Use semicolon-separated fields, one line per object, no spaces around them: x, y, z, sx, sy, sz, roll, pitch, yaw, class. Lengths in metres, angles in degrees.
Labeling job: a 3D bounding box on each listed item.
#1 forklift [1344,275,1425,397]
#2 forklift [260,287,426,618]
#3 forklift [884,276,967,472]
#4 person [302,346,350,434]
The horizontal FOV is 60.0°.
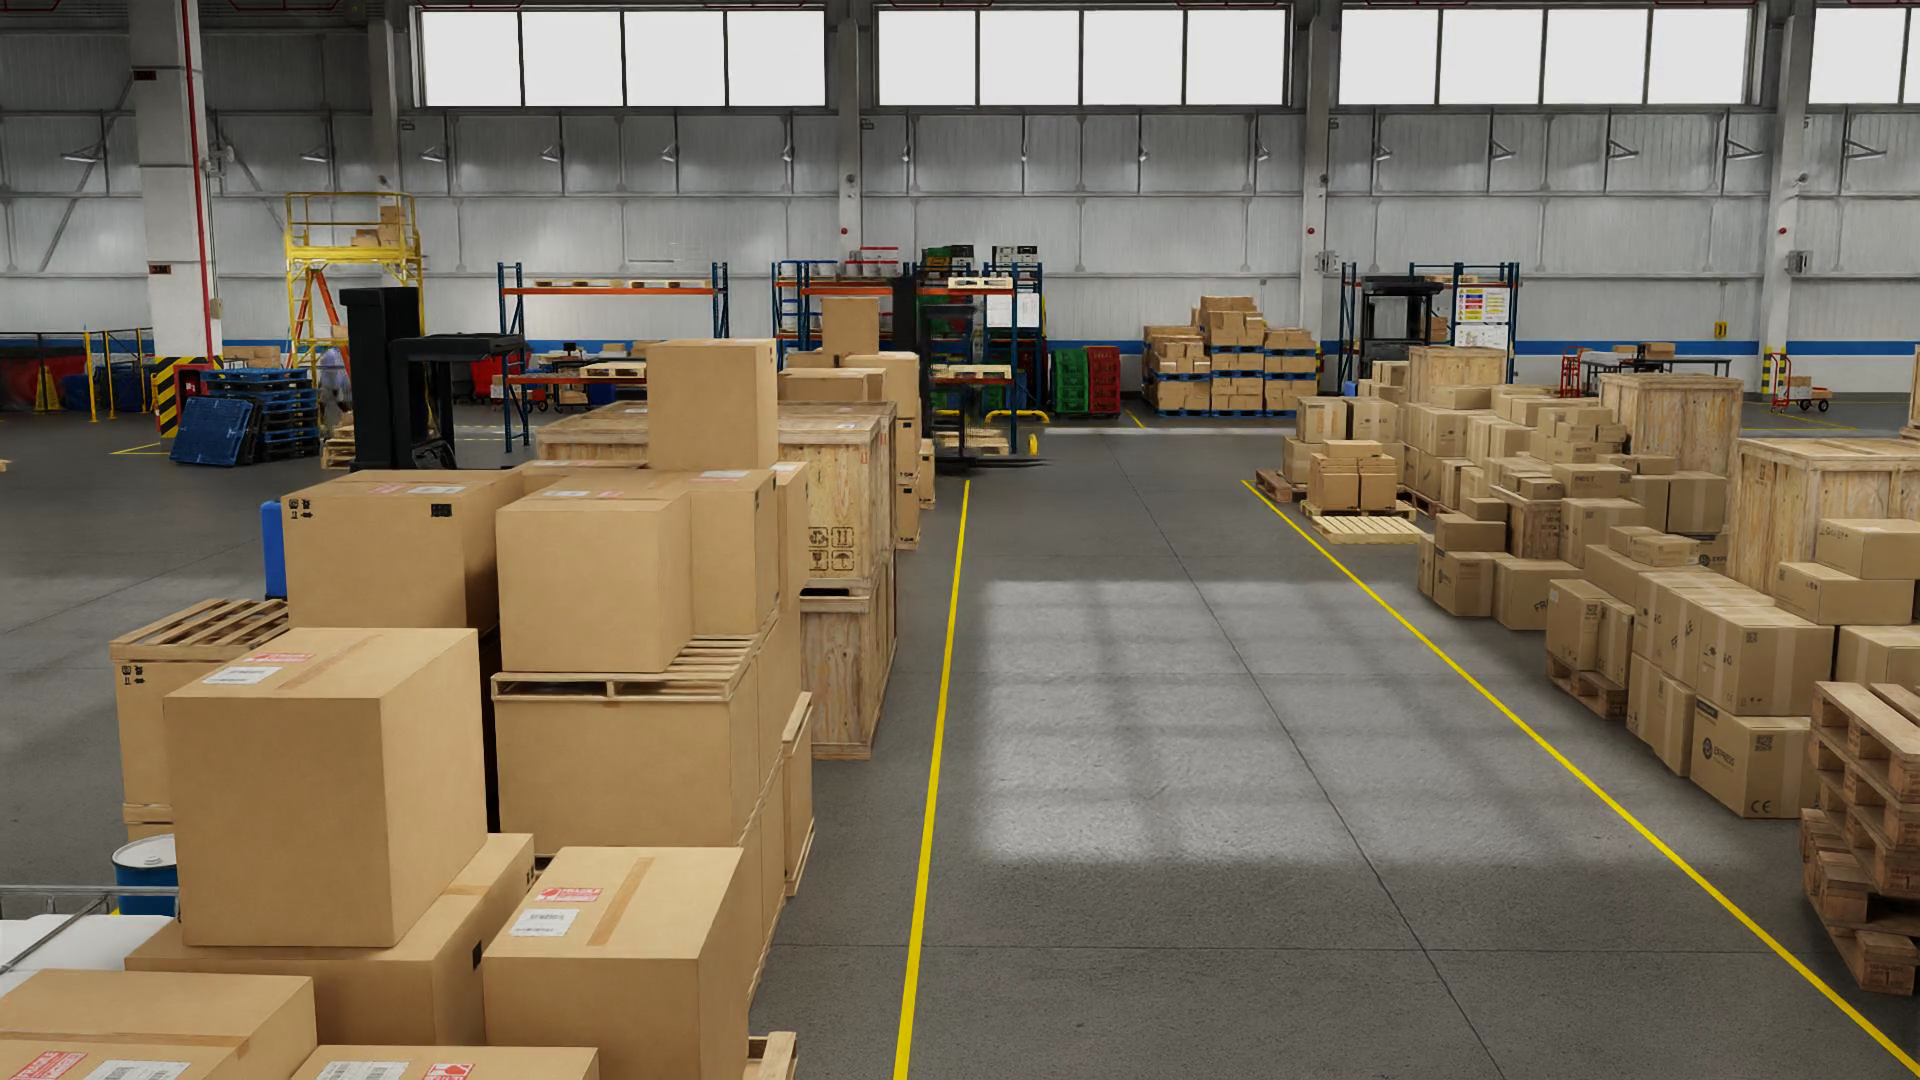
6.827;-2.810;26.466;1.129;2.768;1.873;0;9;1;forklift
-4.771;-0.711;13.897;1.873;2.768;1.129;0;9;1;forklift
-0.822;-2.420;24.132;1.873;2.768;1.129;0;9;1;forklift
-10.949;-2.695;28.792;1.027;1.877;0.559;-1;10;-8;person
